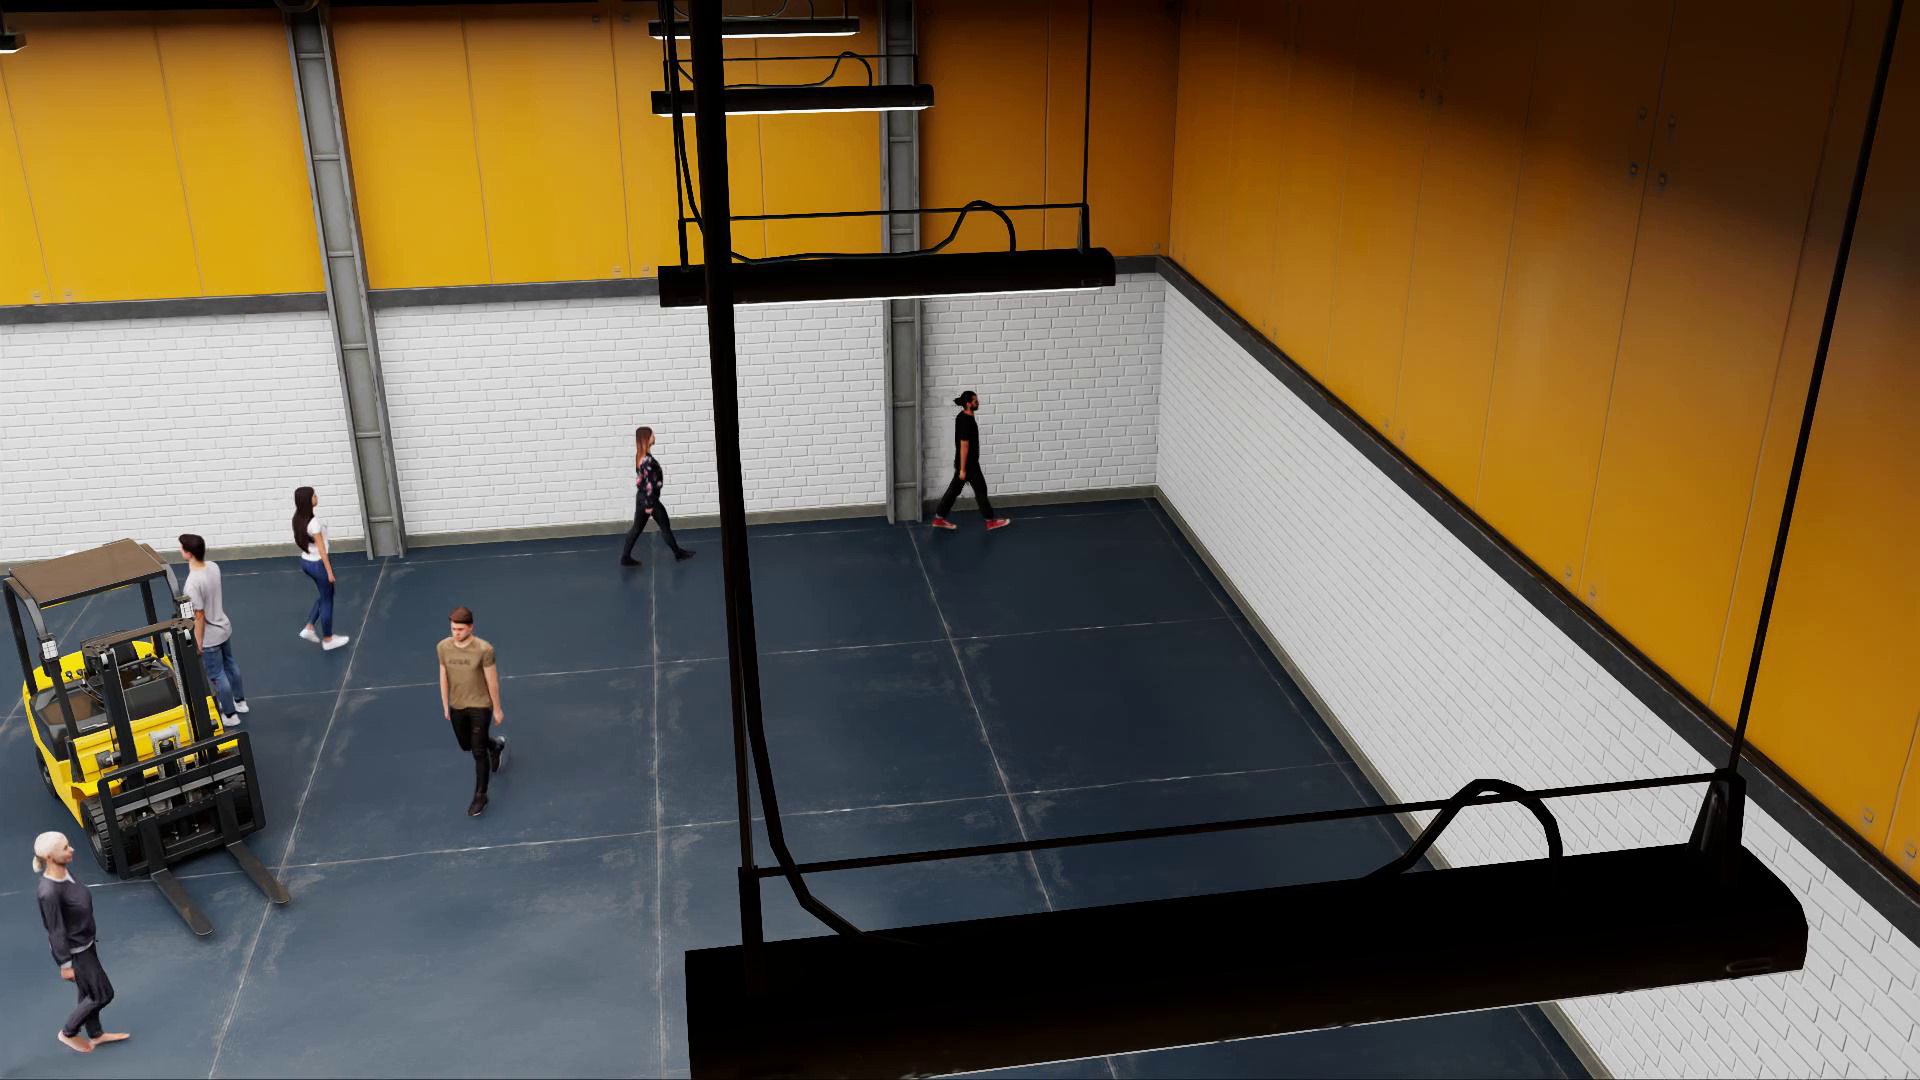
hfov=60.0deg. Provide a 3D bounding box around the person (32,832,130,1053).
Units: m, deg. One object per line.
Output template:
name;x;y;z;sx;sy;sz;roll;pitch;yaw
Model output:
person;-6.001;2.712;11.118;0.683;1.718;0.680;-8;25;-18

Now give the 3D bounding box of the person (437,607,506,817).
person;-4.090;1.363;14.066;1.102;1.828;0.975;4;24;9

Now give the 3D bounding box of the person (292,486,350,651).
person;-6.476;0.314;16.545;0.833;1.764;0.768;-20;31;-39

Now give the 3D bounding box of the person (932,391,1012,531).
person;-0.002;-0.876;19.329;1.143;1.716;0.660;-3;24;-7

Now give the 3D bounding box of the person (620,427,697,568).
person;-3.522;-0.427;18.397;1.147;1.638;0.786;-10;26;-22

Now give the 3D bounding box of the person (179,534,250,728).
person;-6.868;0.815;15.248;0.605;1.886;0.708;0;24;-1
